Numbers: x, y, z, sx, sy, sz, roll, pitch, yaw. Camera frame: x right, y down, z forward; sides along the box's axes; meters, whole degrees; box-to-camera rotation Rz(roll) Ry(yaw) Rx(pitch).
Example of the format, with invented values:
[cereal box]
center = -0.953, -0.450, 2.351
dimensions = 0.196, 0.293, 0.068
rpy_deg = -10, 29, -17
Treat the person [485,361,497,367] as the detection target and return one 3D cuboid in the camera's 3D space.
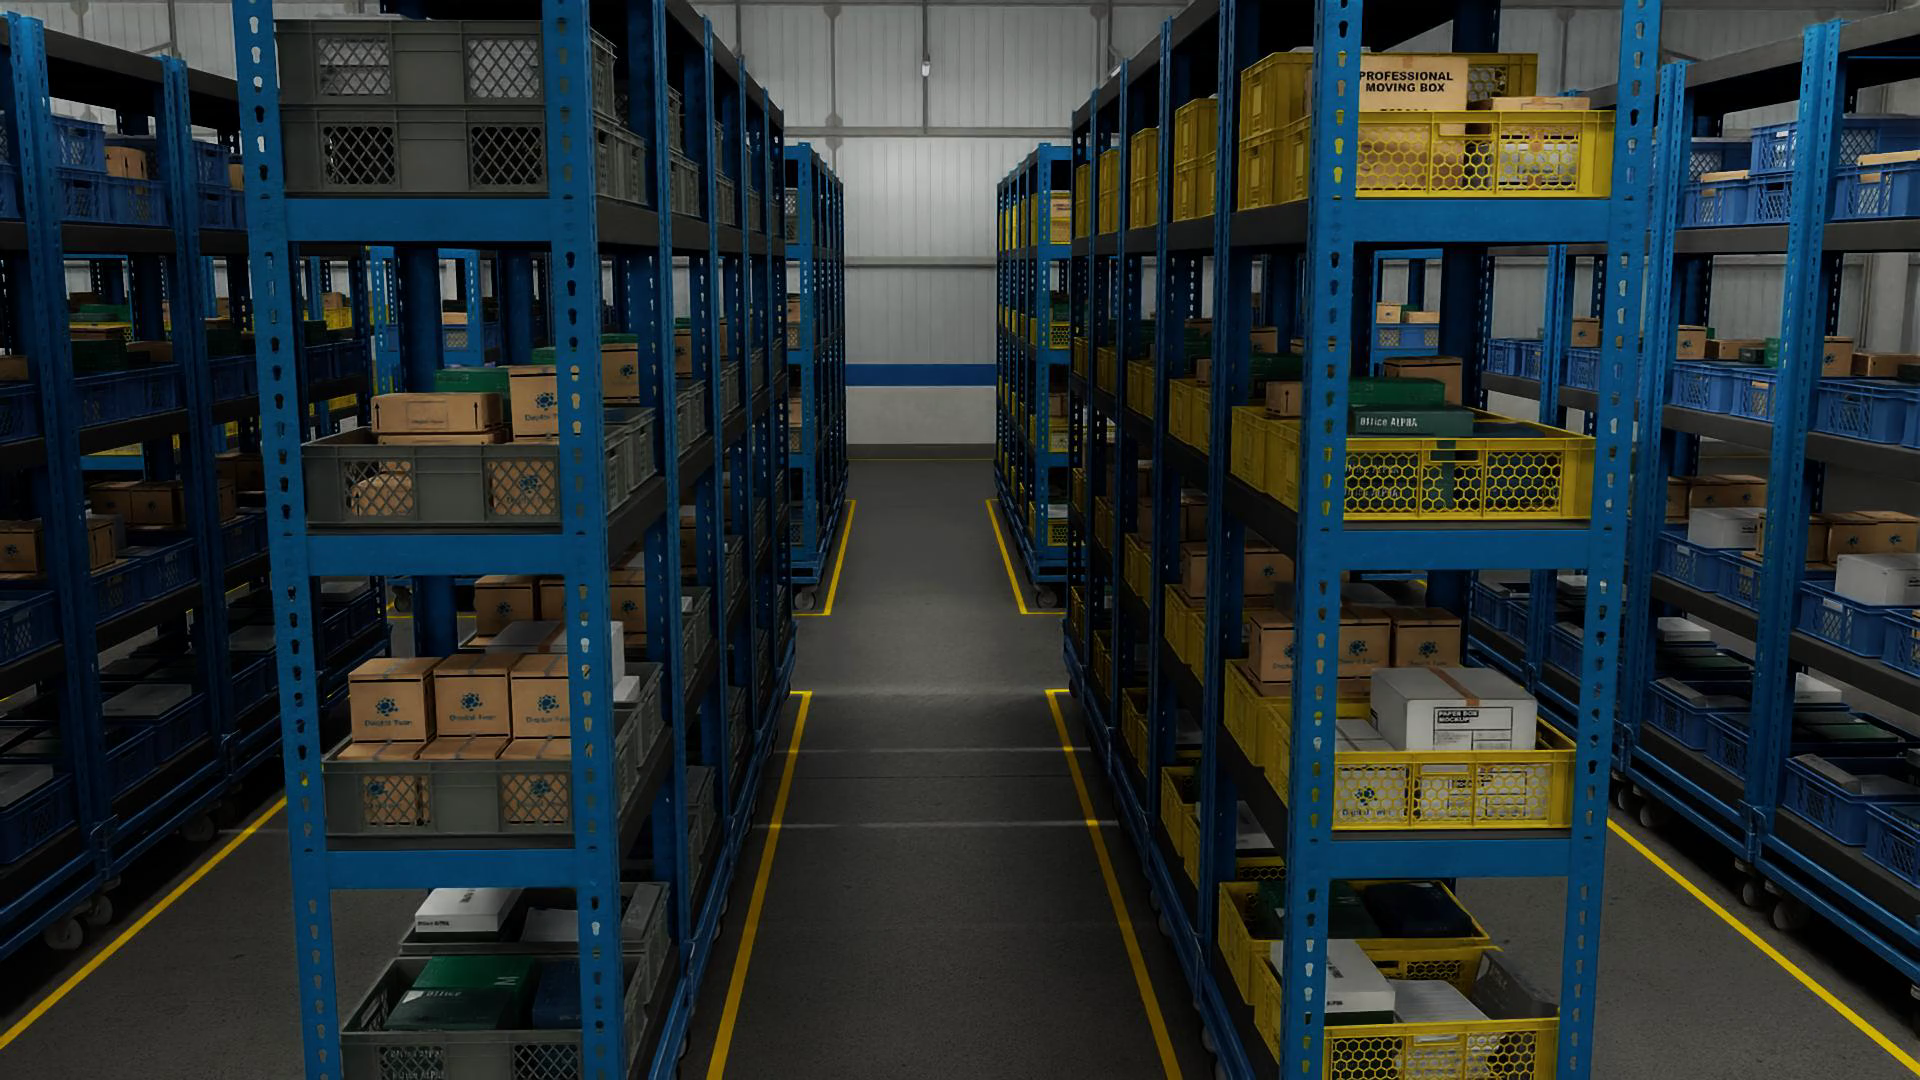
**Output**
[person]
center = -5.890, -1.614, 20.587
dimensions = 0.570, 1.840, 0.375
rpy_deg = 0, 9, 2
